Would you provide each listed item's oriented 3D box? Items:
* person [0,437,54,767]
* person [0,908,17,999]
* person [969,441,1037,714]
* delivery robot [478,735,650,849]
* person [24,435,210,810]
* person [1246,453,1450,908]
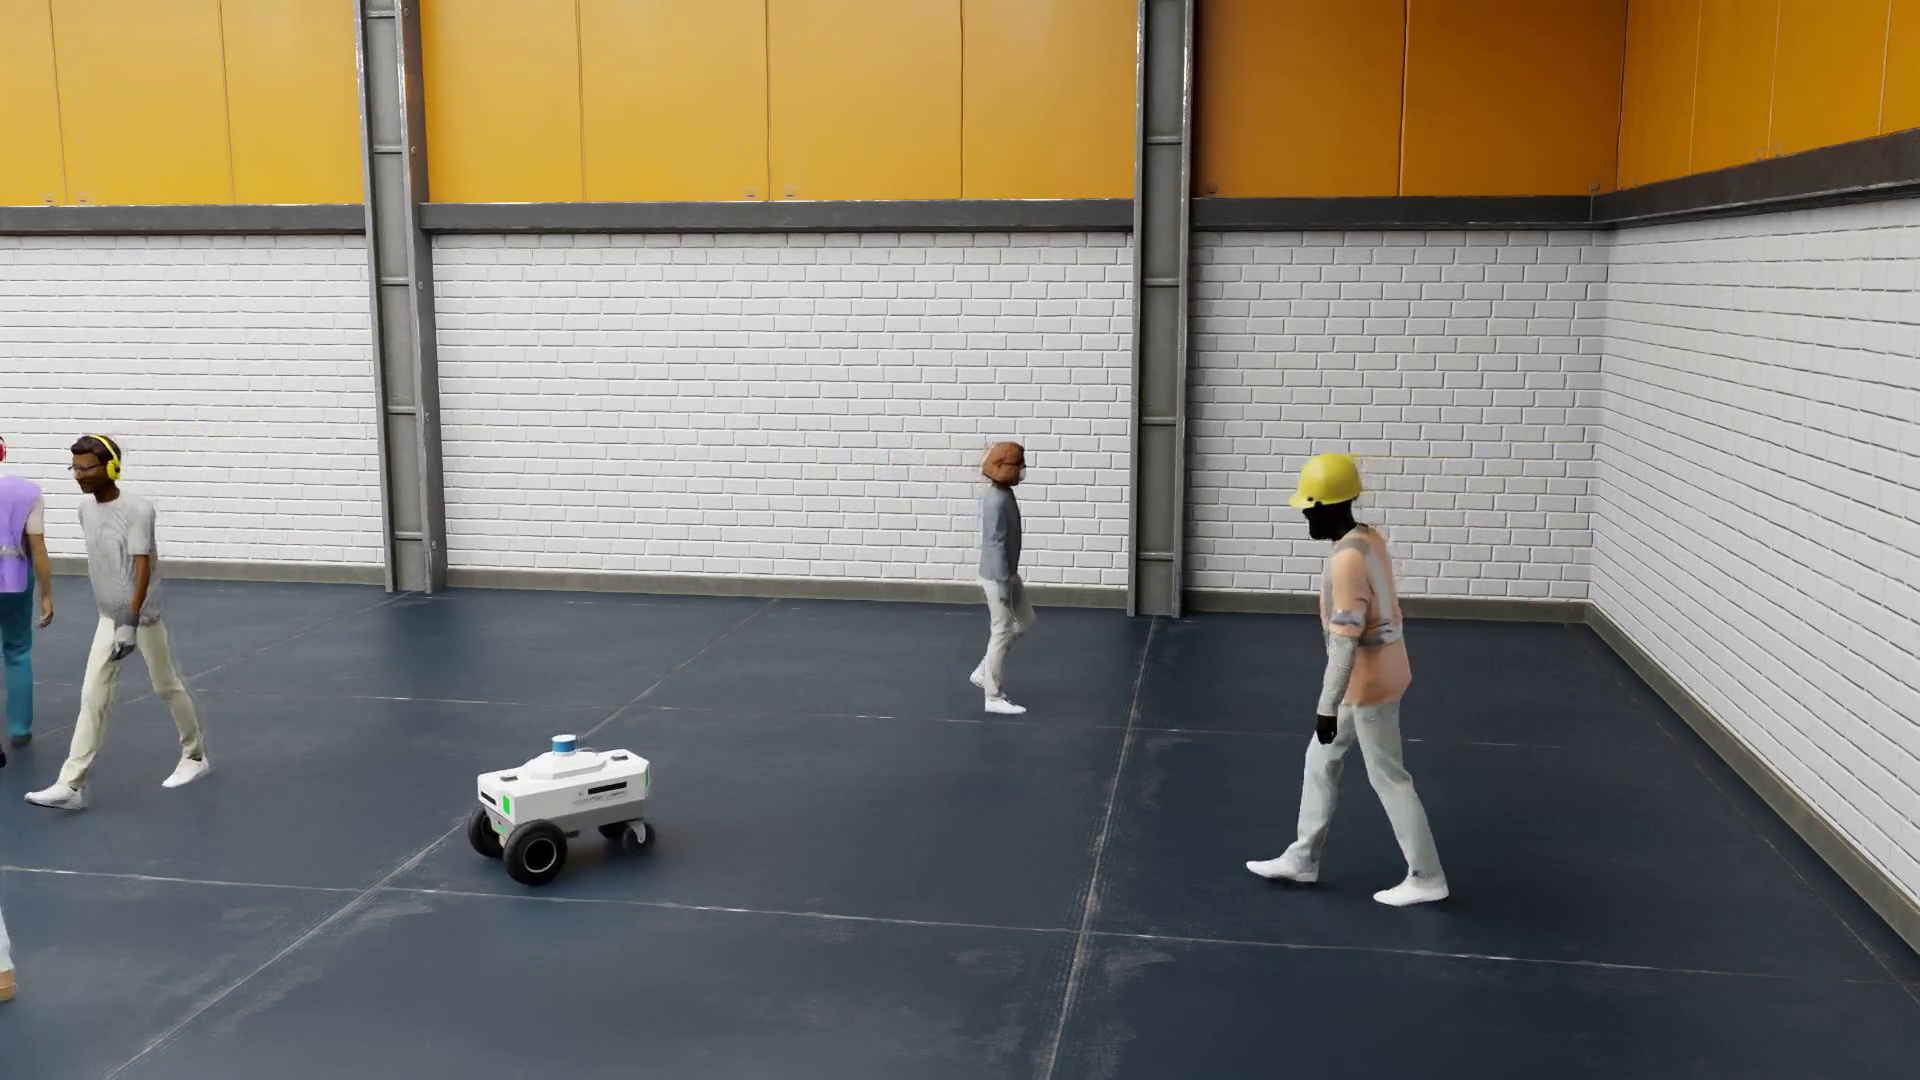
[{"bbox_3d":[-5.126,0.286,8.812,0.563,1.808,0.828,-5,10,-28],"label":"person"},{"bbox_3d":[-3.735,0.780,5.823,0.664,1.794,0.642,3,10,19],"label":"person"},{"bbox_3d":[0.284,0.225,9.754,0.347,1.617,0.519,2,9,10],"label":"person"},{"bbox_3d":[-1.735,1.103,7.328,0.707,0.478,0.477,-7,11,-36],"label":"delivery robot"},{"bbox_3d":[-4.100,0.400,8.095,0.541,1.811,1.007,3,10,18],"label":"person"},{"bbox_3d":[1.595,0.580,6.783,0.930,1.873,0.609,2,9,12],"label":"person"}]
